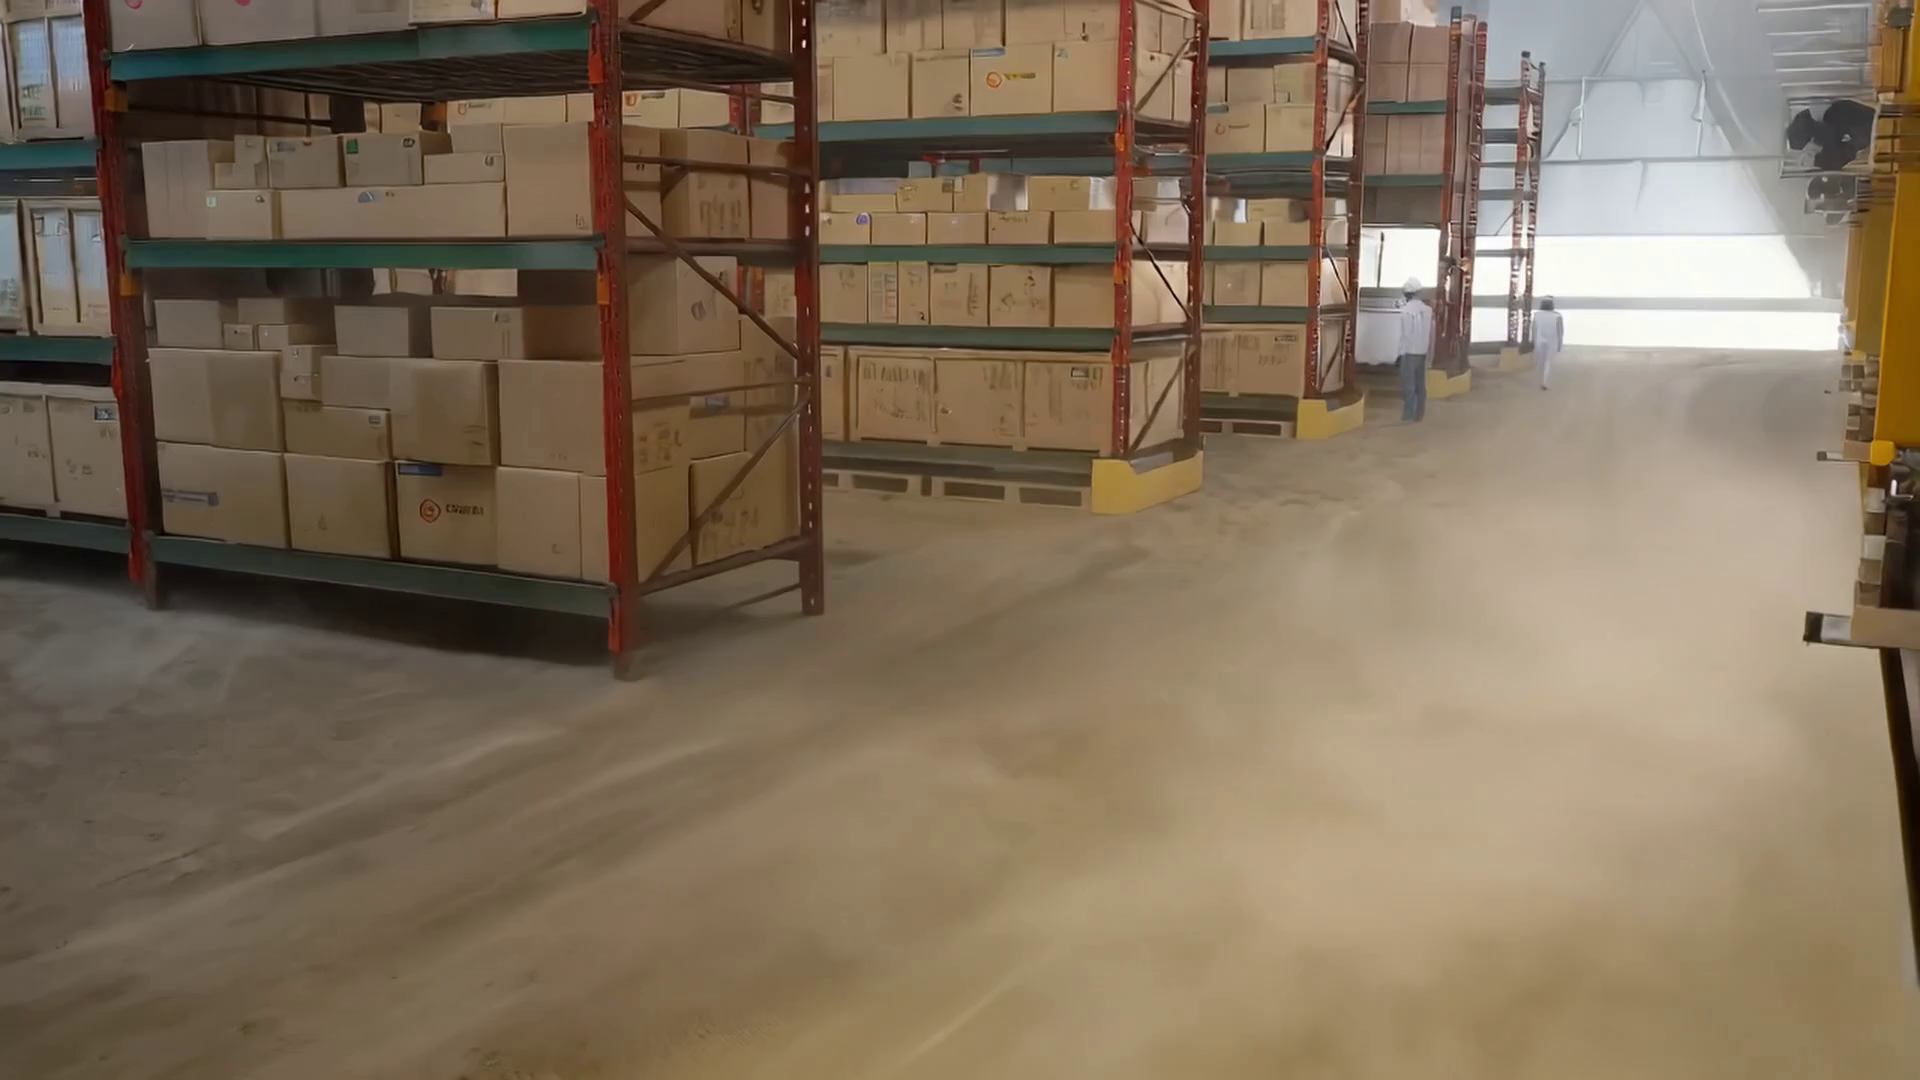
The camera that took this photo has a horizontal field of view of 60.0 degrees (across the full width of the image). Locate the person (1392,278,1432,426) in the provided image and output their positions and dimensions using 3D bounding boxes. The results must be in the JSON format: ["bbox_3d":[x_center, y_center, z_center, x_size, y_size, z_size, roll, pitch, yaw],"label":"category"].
[{"bbox_3d":[6.117,-2.539,22.500,0.608,1.996,0.380,-8,13,-39],"label":"person"}]

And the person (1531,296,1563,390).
[{"bbox_3d":[10.012,-3.361,28.416,0.506,1.596,0.876,6,12,31],"label":"person"}]
